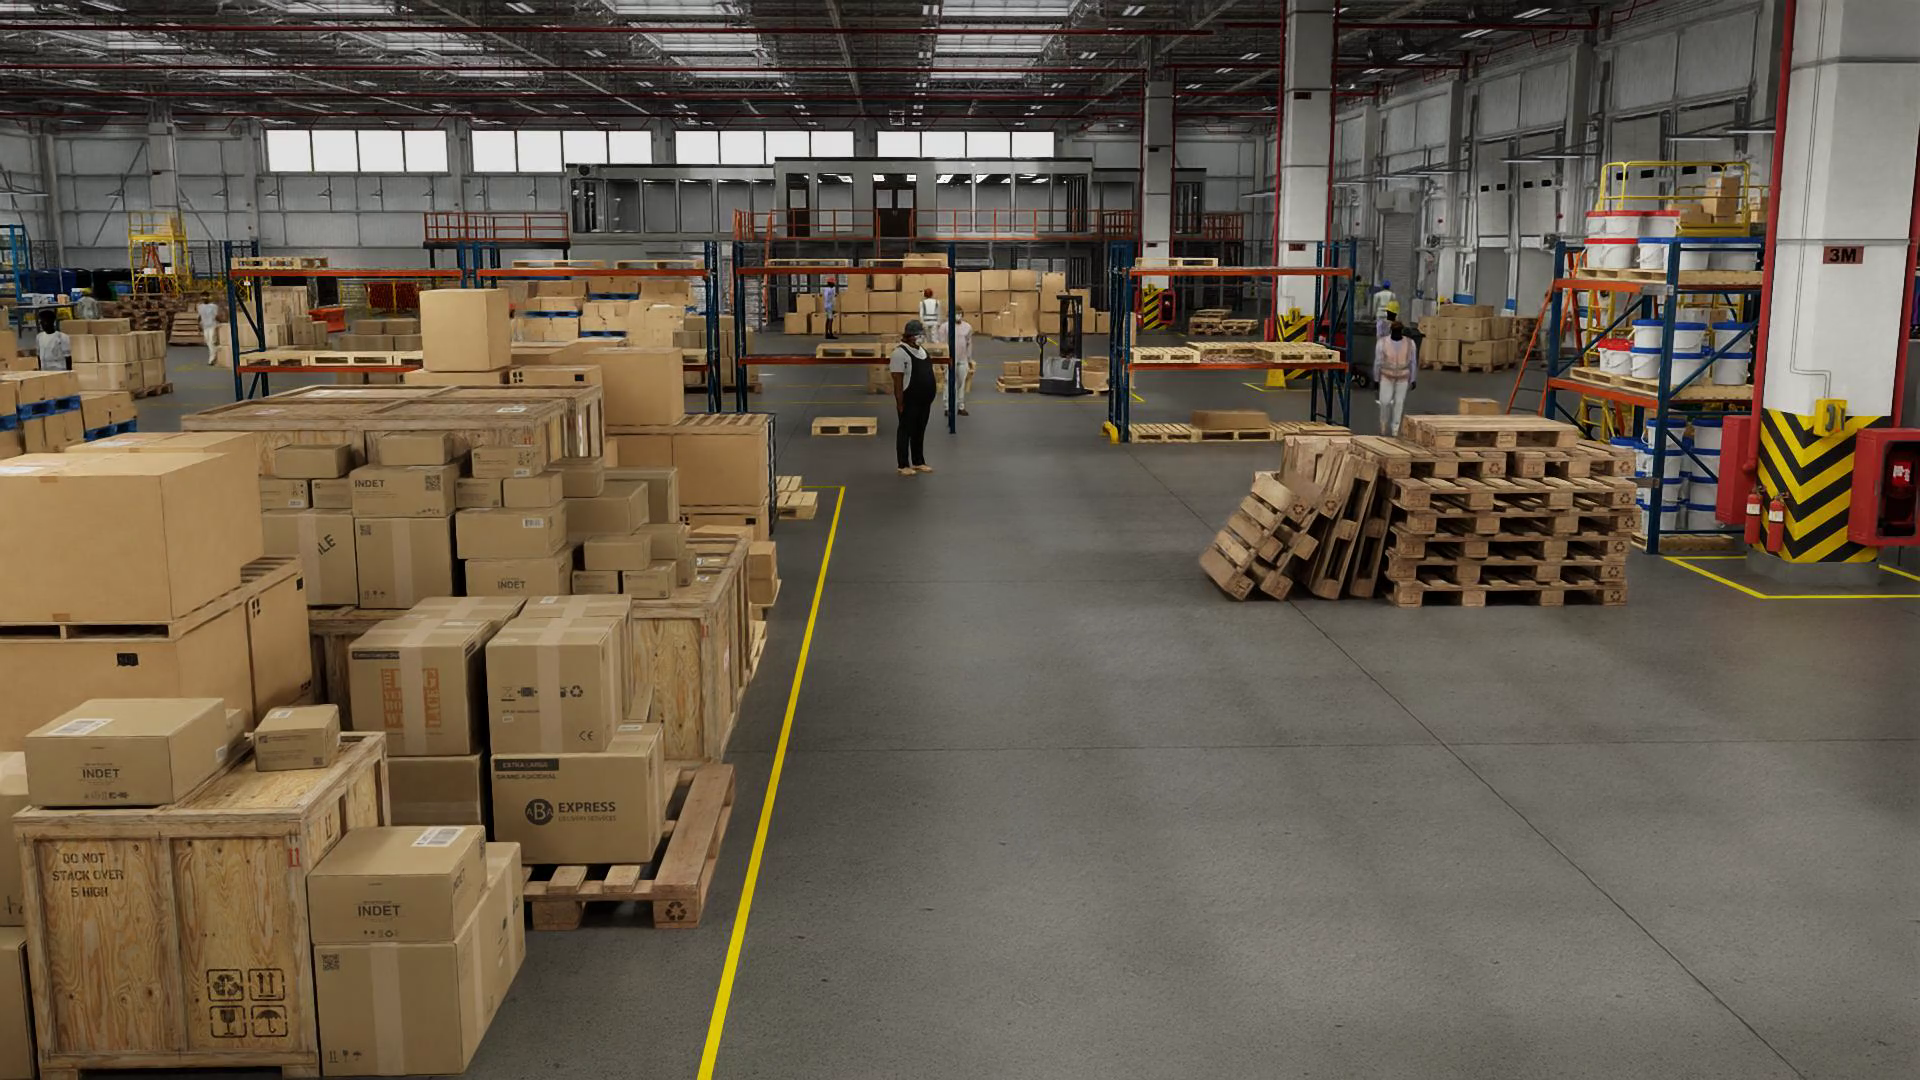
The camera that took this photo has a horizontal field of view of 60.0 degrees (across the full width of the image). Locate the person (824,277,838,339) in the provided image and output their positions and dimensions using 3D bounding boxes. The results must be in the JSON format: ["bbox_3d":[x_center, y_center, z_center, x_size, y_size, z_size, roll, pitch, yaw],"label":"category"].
[{"bbox_3d":[-4.031,-7.224,51.878,0.374,1.928,0.542,-5,11,-27],"label":"person"}]

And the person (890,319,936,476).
[{"bbox_3d":[-0.565,-1.859,21.673,0.537,2.000,0.689,7,12,35],"label":"person"}]

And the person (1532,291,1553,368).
[{"bbox_3d":[14.108,-5.068,40.091,0.518,1.853,0.428,0,10,-2],"label":"person"}]

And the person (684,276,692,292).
[{"bbox_3d":[-9.918,-8.662,60.181,0.633,1.831,0.516,10,14,44],"label":"person"}]

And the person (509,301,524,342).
[{"bbox_3d":[-8.790,-3.789,32.907,0.542,1.886,1.032,5,11,27],"label":"person"}]

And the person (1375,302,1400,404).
[{"bbox_3d":[8.026,-3.497,31.147,0.584,1.917,0.383,-8,13,-39],"label":"person"}]

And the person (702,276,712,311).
[{"bbox_3d":[-9.302,-8.857,61.096,0.337,1.882,0.584,-3,11,-15],"label":"person"}]

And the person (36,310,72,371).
[{"bbox_3d":[-14.320,-2.652,26.298,0.605,1.966,0.373,3,10,14],"label":"person"}]

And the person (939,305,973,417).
[{"bbox_3d":[-0.067,-3.121,28.989,0.636,1.938,0.355,-5,11,-26],"label":"person"}]

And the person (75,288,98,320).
[{"bbox_3d":[-25.303,-6.447,48.166,0.848,1.683,0.513,8,13,39],"label":"person"}]

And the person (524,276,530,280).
[{"bbox_3d":[-15.161,-8.376,58.479,0.597,1.865,1.016,4,11,19],"label":"person"}]

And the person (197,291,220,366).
[{"bbox_3d":[-18.459,-5.217,40.948,0.524,1.853,0.698,0,10,0],"label":"person"}]

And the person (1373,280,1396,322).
[{"bbox_3d":[12.268,-6.533,48.006,0.651,1.934,0.439,2,10,12],"label":"person"}]

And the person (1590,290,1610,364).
[{"bbox_3d":[16.020,-5.381,41.423,0.378,1.995,0.609,-1,10,-8],"label":"person"}]

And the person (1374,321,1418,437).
[{"bbox_3d":[6.731,-2.467,25.665,0.644,1.816,0.713,1,10,7],"label":"person"}]

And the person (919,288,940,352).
[{"bbox_3d":[-0.770,-5.597,43.044,0.573,1.851,0.895,-2,10,-12],"label":"person"}]

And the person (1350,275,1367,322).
[{"bbox_3d":[14.585,-8.826,61.099,0.655,1.812,0.778,0,10,0],"label":"person"}]

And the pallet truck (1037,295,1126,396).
[{"bbox_3d":[2.483,-3.881,33.060,1.885,1.965,0.823,-7,13,-36],"label":"pallet truck"}]
